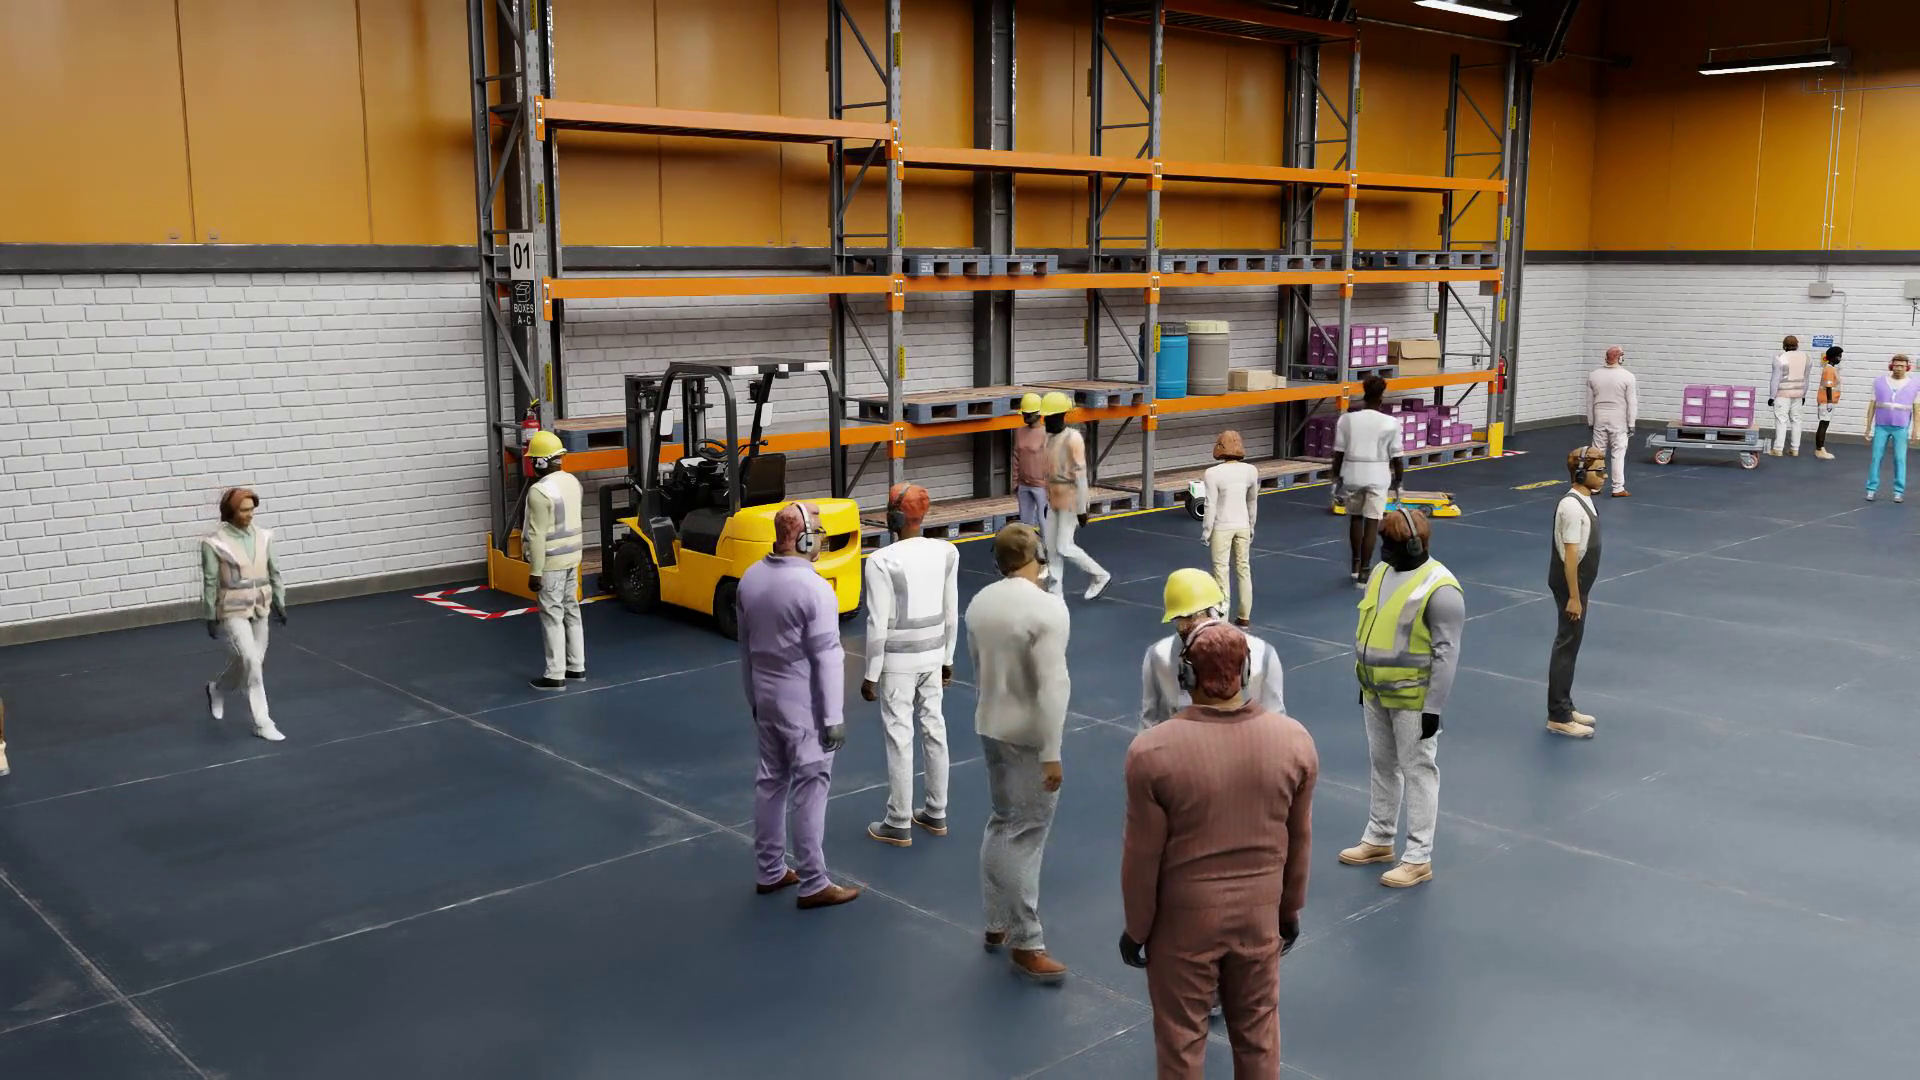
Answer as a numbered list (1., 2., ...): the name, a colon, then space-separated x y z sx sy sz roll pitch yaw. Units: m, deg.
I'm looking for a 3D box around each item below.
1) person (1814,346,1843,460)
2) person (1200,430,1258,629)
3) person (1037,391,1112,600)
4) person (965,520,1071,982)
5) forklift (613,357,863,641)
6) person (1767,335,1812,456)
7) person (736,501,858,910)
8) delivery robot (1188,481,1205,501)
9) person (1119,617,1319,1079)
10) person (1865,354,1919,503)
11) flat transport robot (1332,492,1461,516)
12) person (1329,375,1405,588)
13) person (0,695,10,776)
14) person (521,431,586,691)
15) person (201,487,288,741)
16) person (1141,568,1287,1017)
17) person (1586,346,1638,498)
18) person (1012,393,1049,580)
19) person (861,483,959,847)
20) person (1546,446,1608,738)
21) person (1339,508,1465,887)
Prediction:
1. person: 13.026 -2.058 24.946 0.319 1.693 0.532 4 11 25
2. person: 2.180 -0.073 13.494 0.502 1.632 0.279 -4 11 -23
3. person: 0.943 -0.347 14.334 0.638 1.898 0.630 -5 11 -25
4. person: 0.288 0.890 7.132 0.380 1.902 0.792 -6 11 -31
5. forklift: -1.847 -0.414 13.852 1.214 2.155 2.313 -9 13 -42
6. person: 12.574 -2.187 25.277 0.624 1.841 0.430 -1 10 -7
7. person: -0.751 0.763 7.806 0.403 1.906 0.651 -10 14 -44
8. delivery robot: 3.006 -0.562 19.239 0.707 0.478 0.477 0 10 1
9. person: 0.803 1.186 5.331 0.643 1.908 0.411 -3 10 -15
10. person: 11.538 -1.383 20.574 0.567 1.838 0.388 7 12 35
11. flat transport robot: 5.140 -0.441 19.636 1.431 0.197 0.652 2 10 10
12. person: 3.797 -0.556 15.401 0.645 1.942 0.715 5 11 28
13. person: -5.757 0.412 9.462 0.396 2.042 0.611 0 10 1
14. person: -2.859 0.145 11.682 0.404 1.824 0.586 2 10 13
15. person: -4.584 0.447 10.554 0.769 1.608 0.514 5 11 29
16. person: 1.032 1.008 6.750 0.573 1.770 0.805 0 10 1
17. person: 8.234 -1.491 20.998 0.411 1.910 0.643 -9 13 -43
18. person: 0.686 -0.506 15.670 0.330 1.760 0.522 -10 14 -44
19. person: -0.260 0.638 8.602 0.583 1.884 0.350 -8 13 -39
20. person: 3.920 0.321 10.570 0.338 1.845 0.514 4 11 24
21. person: 2.133 0.753 8.077 0.429 1.837 0.620 -4 10 -21
